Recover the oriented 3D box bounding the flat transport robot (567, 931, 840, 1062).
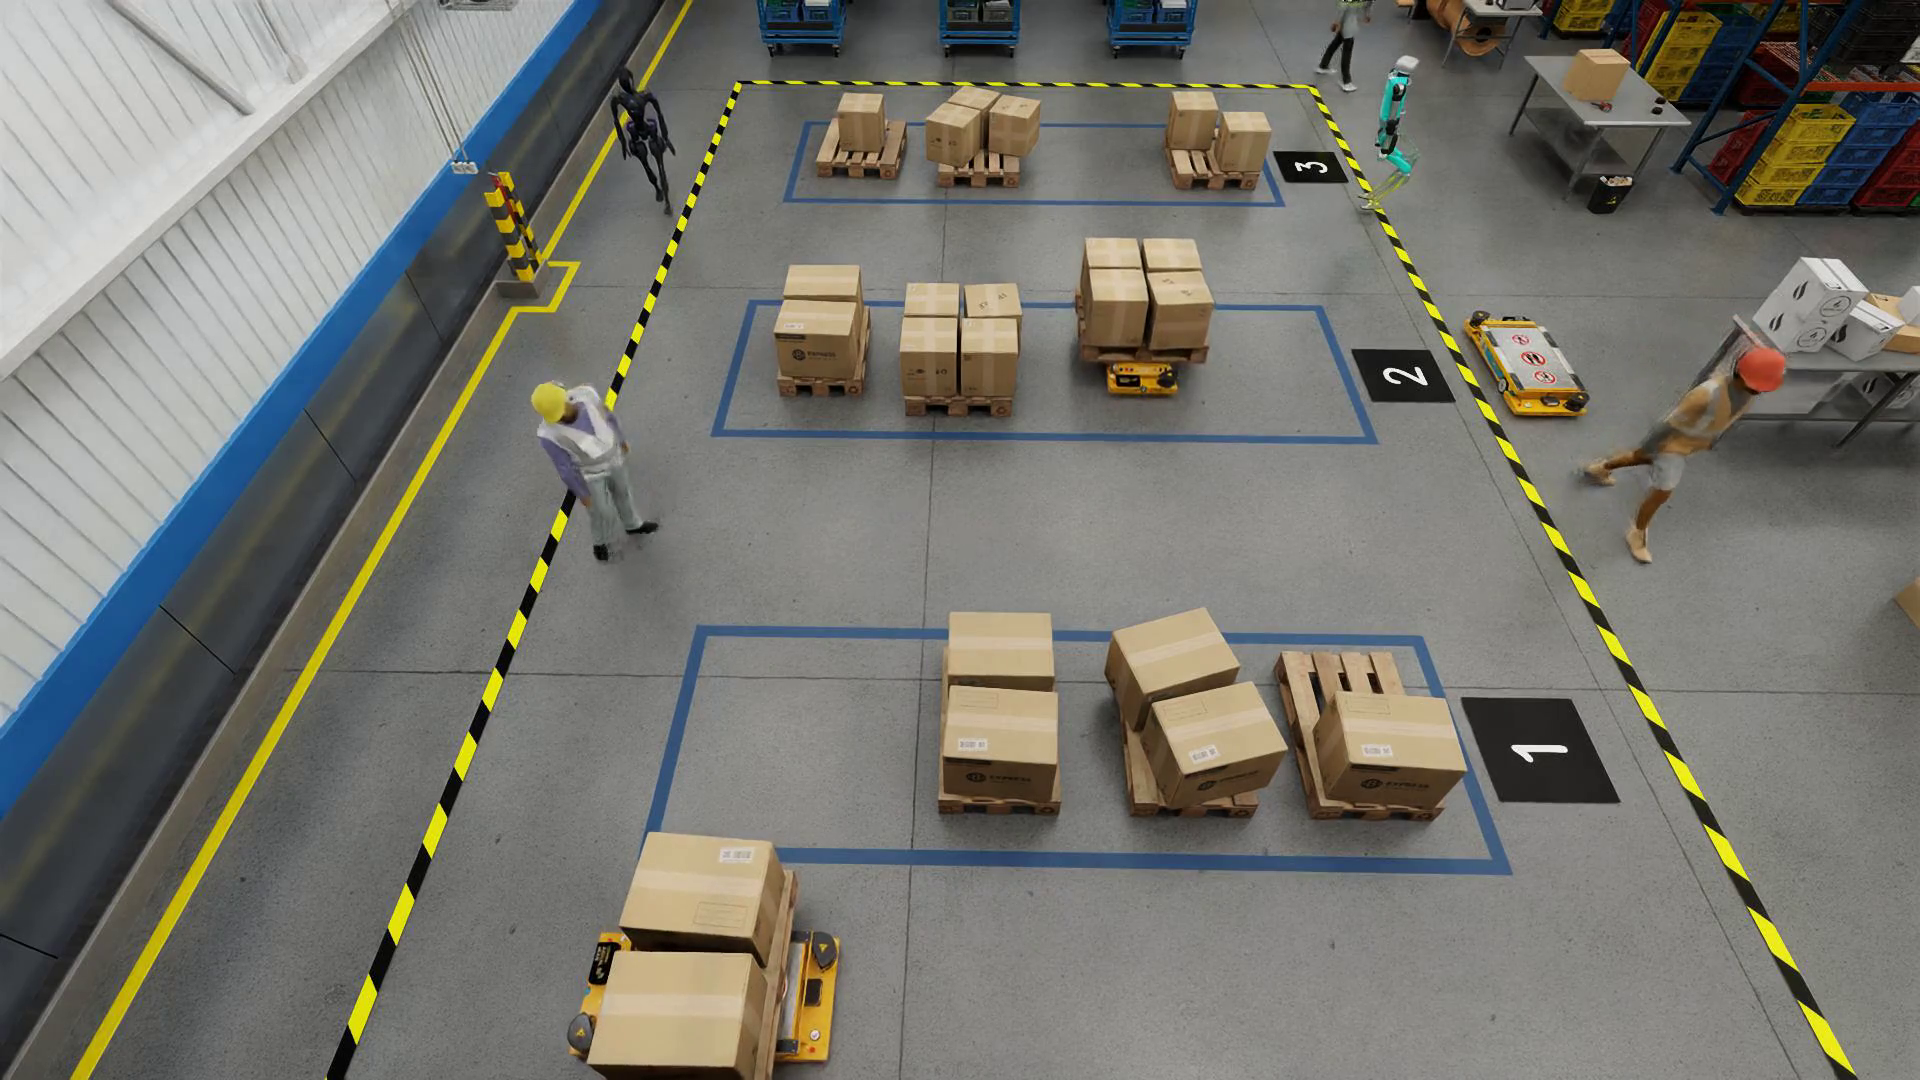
[{"bbox_3d":[-1.445,2.600,5.265,1.431,0.197,0.652,1,49,1],"label":"flat transport robot"}]

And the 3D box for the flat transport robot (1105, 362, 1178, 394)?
[{"bbox_3d":[1.778,-2.012,9.256,0.652,0.197,1.431,1,49,1],"label":"flat transport robot"}]

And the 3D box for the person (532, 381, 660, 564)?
[{"bbox_3d":[-2.793,-0.564,7.028,0.414,1.776,0.665,20,52,16],"label":"person"}]

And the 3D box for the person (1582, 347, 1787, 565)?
[{"bbox_3d":[5.559,-0.828,7.122,0.681,1.975,1.000,-15,51,-13],"label":"person"}]

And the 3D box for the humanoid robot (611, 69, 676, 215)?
[{"bbox_3d":[-3.649,-4.623,10.627,0.609,1.625,0.720,-9,50,-8],"label":"humanoid robot"}]

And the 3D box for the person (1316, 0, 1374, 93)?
[{"bbox_3d":[5.575,-7.332,12.873,0.657,1.790,0.862,-36,58,-27],"label":"person"}]

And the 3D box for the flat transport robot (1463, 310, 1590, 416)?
[{"bbox_3d":[5.573,-1.757,9.054,0.659,0.231,1.431,1,49,1],"label":"flat transport robot"}]

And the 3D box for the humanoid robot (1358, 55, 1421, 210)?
[{"bbox_3d":[5.037,-4.592,10.448,0.735,1.677,0.533,9,50,8],"label":"humanoid robot"}]
